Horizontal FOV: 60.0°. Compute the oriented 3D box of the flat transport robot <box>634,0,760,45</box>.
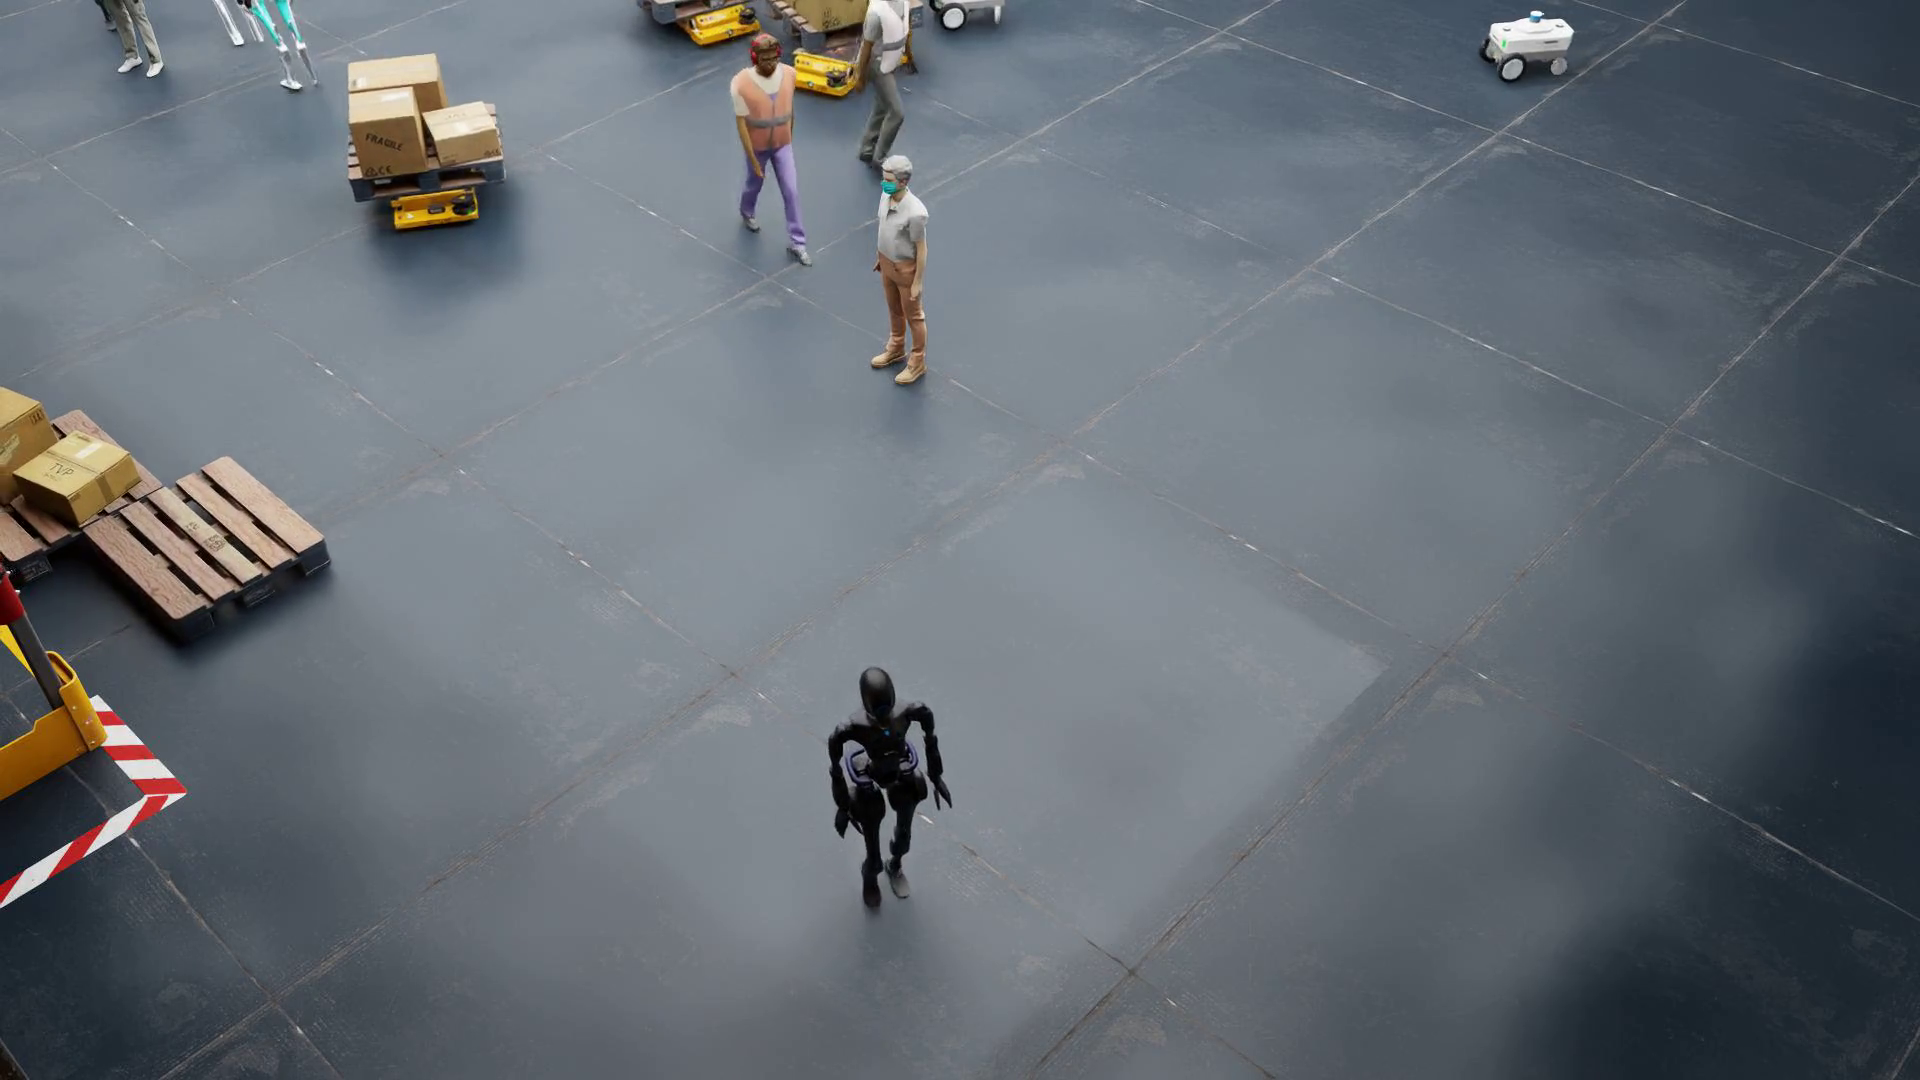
[{"bbox_3d":[-2.603,-5.296,16.412,0.659,0.231,1.431,-24,47,-24],"label":"flat transport robot"}]

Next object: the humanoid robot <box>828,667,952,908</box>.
[{"bbox_3d":[-0.339,1.213,8.129,0.595,1.650,0.340,-15,44,-16],"label":"humanoid robot"}]

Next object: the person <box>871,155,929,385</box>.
[{"bbox_3d":[-0.414,-1.878,11.507,0.320,1.748,0.483,-28,49,-27],"label":"person"}]

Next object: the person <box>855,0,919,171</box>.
[{"bbox_3d":[-0.619,-3.897,13.709,0.586,1.803,0.577,13,43,14],"label":"person"}]

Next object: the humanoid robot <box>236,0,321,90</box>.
[{"bbox_3d":[-6.122,-4.782,14.769,0.533,1.827,0.694,-25,47,-25],"label":"humanoid robot"}]

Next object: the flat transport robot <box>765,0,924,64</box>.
[{"bbox_3d":[-1.095,-4.869,15.938,0.659,0.231,1.431,-21,46,-22],"label":"flat transport robot"}]

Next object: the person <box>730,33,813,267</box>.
[{"bbox_3d":[-1.492,-3.070,12.798,0.551,1.808,0.928,-21,46,-21],"label":"person"}]

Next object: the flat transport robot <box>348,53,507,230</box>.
[{"bbox_3d":[-4.423,-3.069,13.937,0.659,0.231,1.431,-10,43,-11],"label":"flat transport robot"}]

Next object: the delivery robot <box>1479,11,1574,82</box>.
[{"bbox_3d":[5.277,-4.612,15.420,0.750,0.570,0.499,-6,42,-7],"label":"delivery robot"}]

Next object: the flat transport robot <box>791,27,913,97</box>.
[{"bbox_3d":[-1.058,-4.607,15.647,0.659,0.231,1.431,18,45,19],"label":"flat transport robot"}]

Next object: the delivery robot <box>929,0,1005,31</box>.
[{"bbox_3d":[0.076,-5.328,16.236,0.768,0.597,0.501,-10,43,-11],"label":"delivery robot"}]

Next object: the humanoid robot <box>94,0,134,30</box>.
[{"bbox_3d":[-8.299,-5.671,15.774,0.587,1.641,0.344,-23,47,-24],"label":"humanoid robot"}]

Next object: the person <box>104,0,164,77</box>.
[{"bbox_3d":[-7.642,-5.015,15.075,0.513,1.638,0.308,13,44,14],"label":"person"}]

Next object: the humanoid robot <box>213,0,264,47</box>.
[{"bbox_3d":[-6.954,-5.477,15.510,0.540,1.793,0.667,-23,47,-23],"label":"humanoid robot"}]
